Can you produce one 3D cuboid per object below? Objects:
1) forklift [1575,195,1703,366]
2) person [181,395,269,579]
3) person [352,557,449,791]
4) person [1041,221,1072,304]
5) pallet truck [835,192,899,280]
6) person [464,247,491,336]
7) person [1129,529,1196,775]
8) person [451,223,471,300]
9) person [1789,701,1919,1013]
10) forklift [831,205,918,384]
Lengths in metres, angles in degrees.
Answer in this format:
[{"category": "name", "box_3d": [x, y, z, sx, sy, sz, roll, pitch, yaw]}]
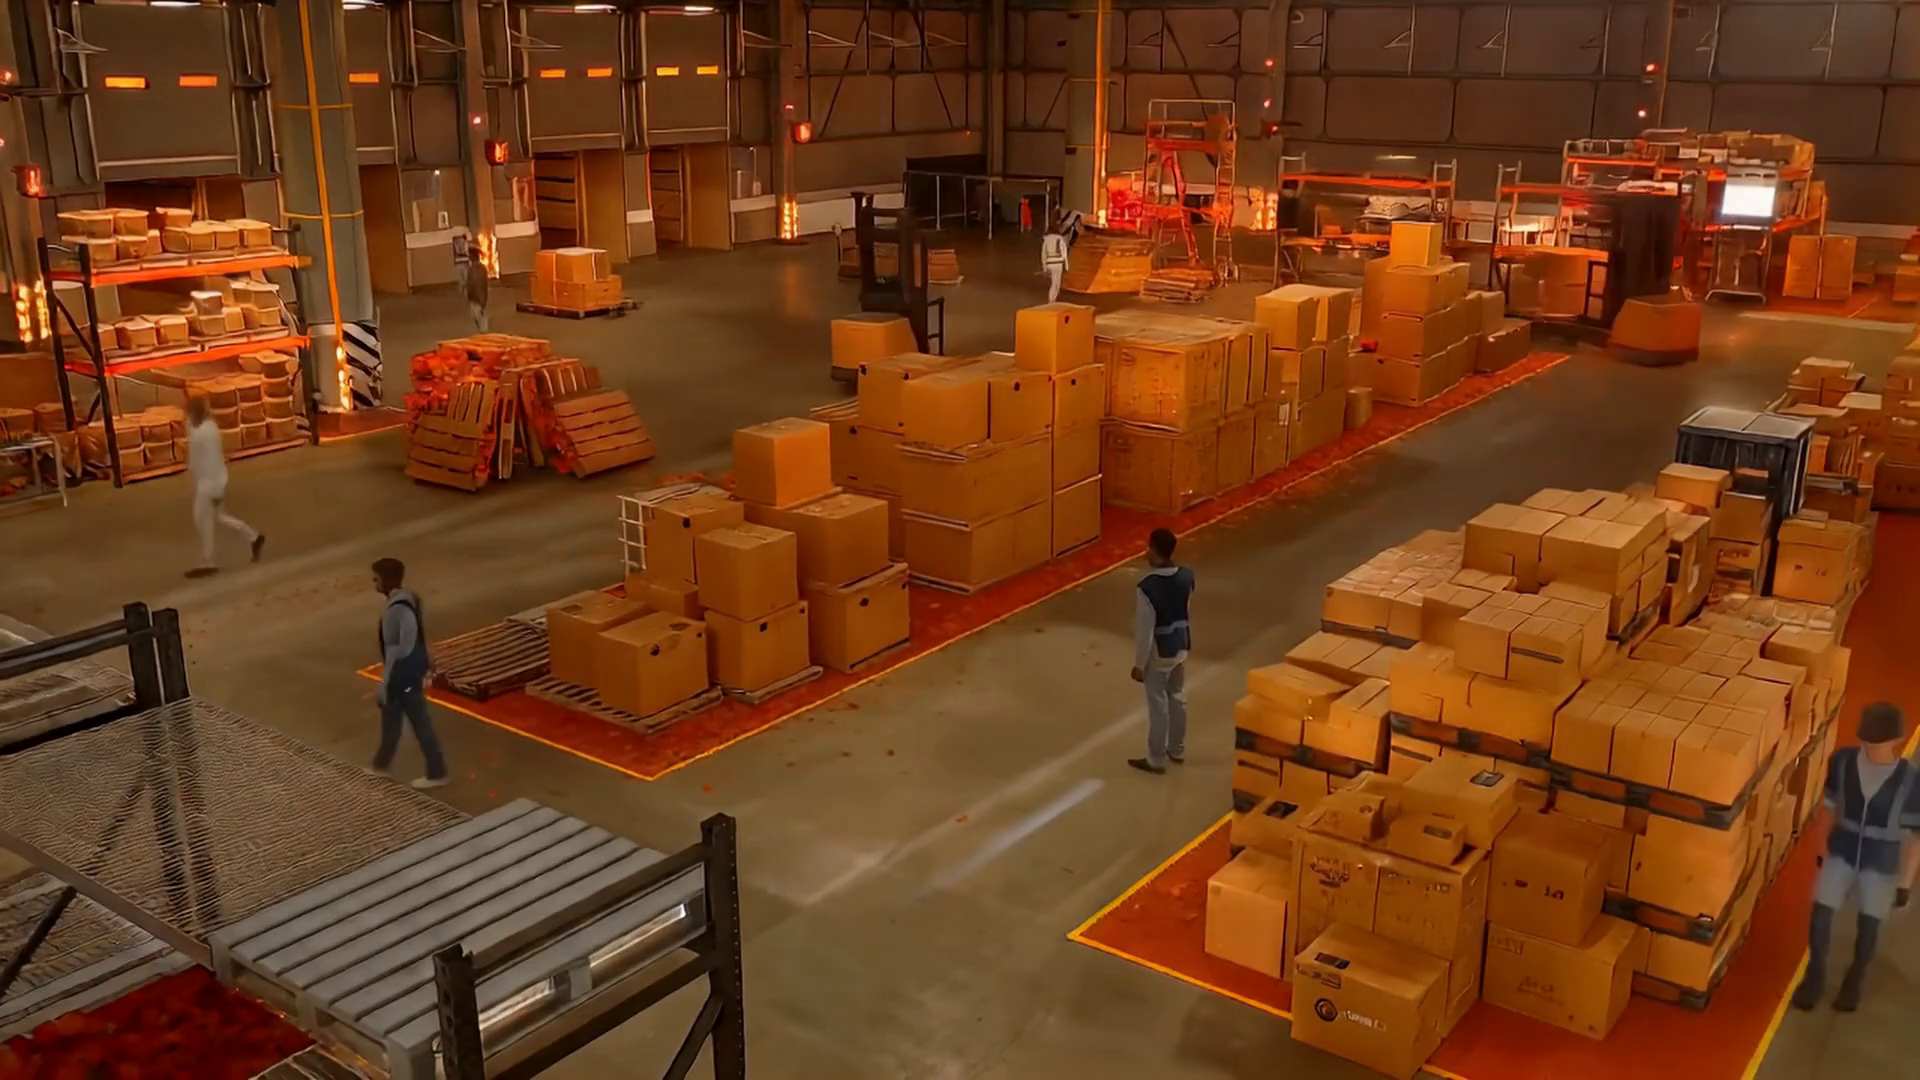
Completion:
[{"category": "forklift", "box_3d": [11.911, -4.557, 28.864, 1.129, 2.768, 1.873, -6, 18, -19]}, {"category": "person", "box_3d": [-7.769, -0.589, 17.395, 0.847, 1.910, 0.644, -12, 20, -33]}, {"category": "person", "box_3d": [-4.233, 1.008, 12.244, 0.852, 1.814, 0.540, -2, 17, -5]}, {"category": "person", "box_3d": [2.011, -5.598, 34.049, 0.731, 1.858, 0.583, -14, 22, -39]}, {"category": "pallet truck", "box_3d": [-1.936, -7.159, 38.982, 1.885, 1.965, 0.823, -12, 21, -34]}, {"category": "person", "box_3d": [-8.463, -4.152, 29.128, 0.367, 1.939, 0.635, -12, 21, -35]}, {"category": "person", "box_3d": [1.541, 0.847, 12.609, 0.587, 1.918, 0.395, -15, 23, -41]}, {"category": "person", "box_3d": [-10.647, -5.962, 35.630, 0.544, 1.625, 0.352, 9, 19, 26]}, {"category": "person", "box_3d": [5.080, 1.822, 9.382, 0.558, 1.918, 0.629, 15, 22, 40]}, {"category": "forklift", "box_3d": [-1.186, -4.019, 27.081, 1.129, 2.768, 1.873, 10, 20, 31]}]
